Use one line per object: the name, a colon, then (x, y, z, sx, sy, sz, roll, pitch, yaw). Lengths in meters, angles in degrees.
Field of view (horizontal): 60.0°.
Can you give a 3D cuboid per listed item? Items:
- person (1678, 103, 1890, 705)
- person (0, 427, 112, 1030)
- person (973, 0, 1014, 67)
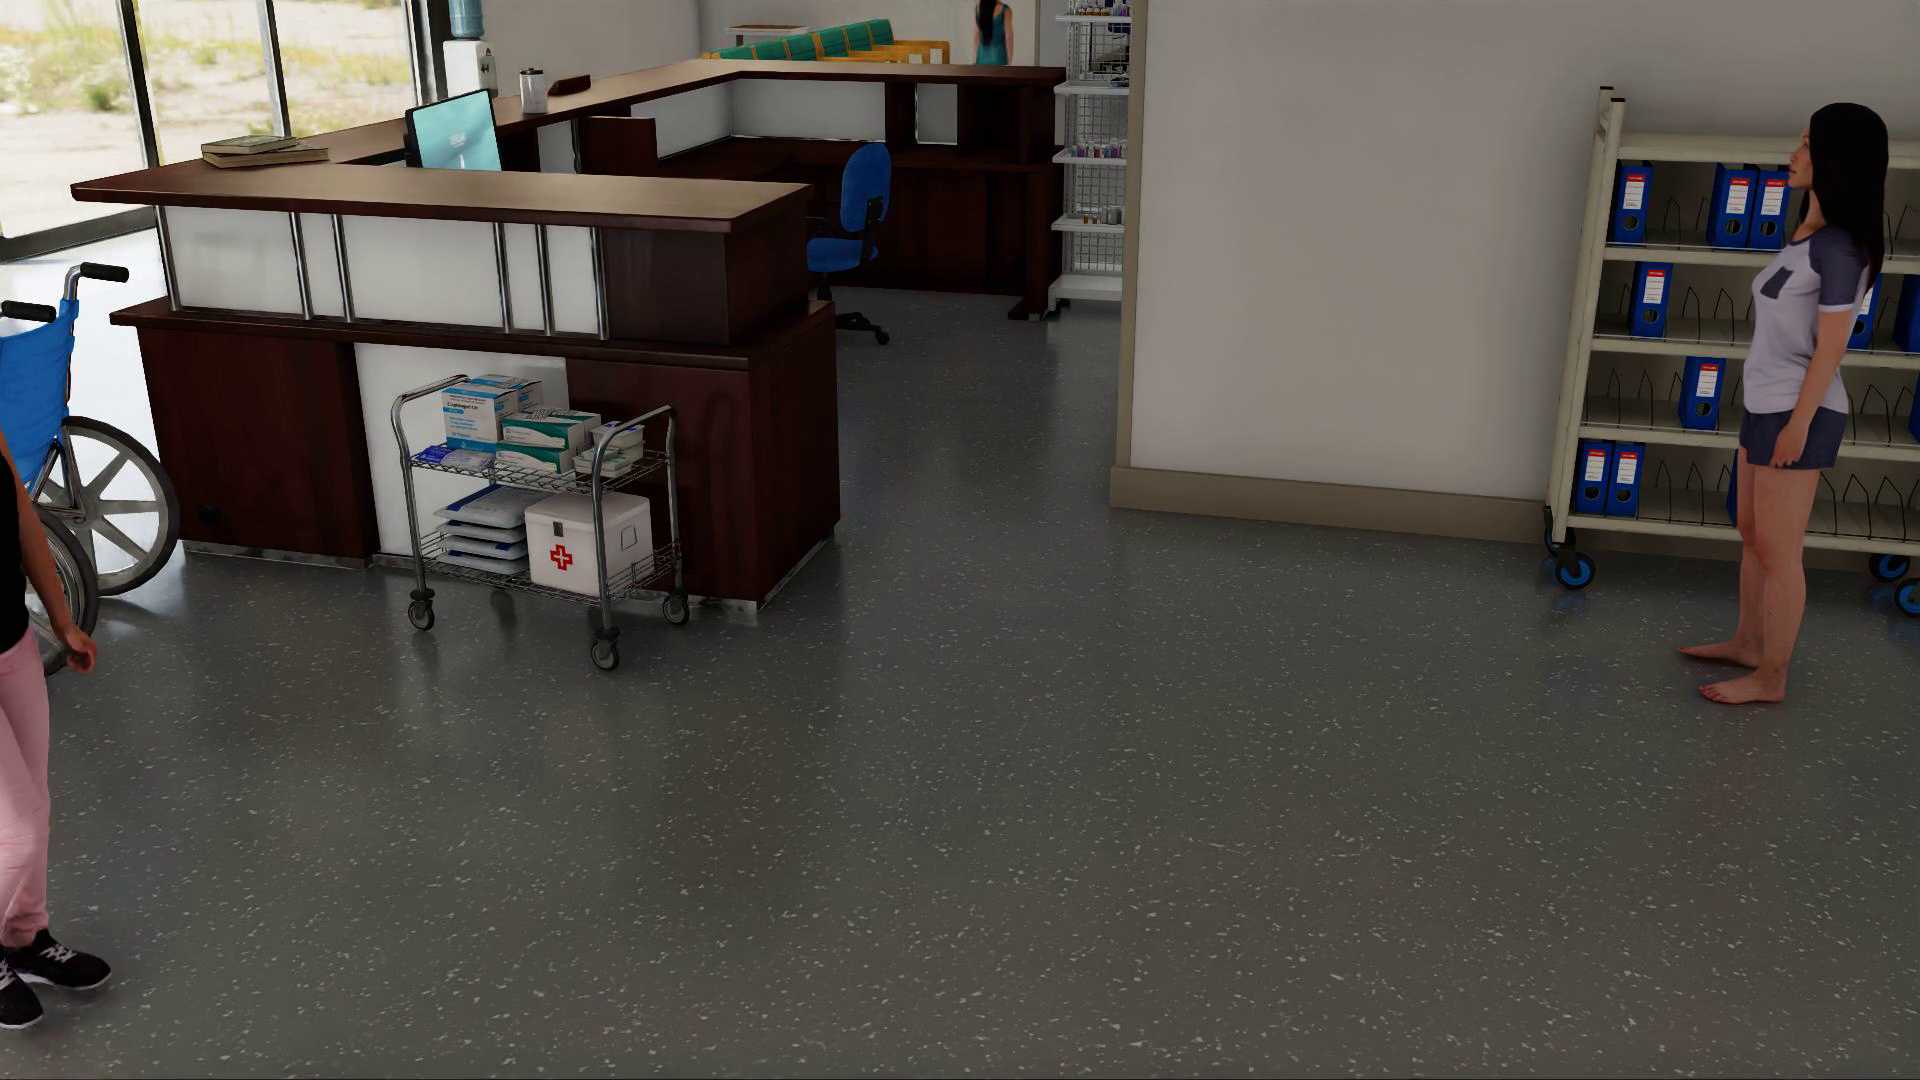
person: (2.357, -0.368, 4.720, 0.521, 1.706, 0.594, 5, 21, 12)
person: (-2.039, 0.241, 3.326, 0.553, 1.554, 0.524, 5, 21, 12)
person: (0.255, -4.318, 15.202, 0.675, 1.669, 0.692, 10, 23, 24)
